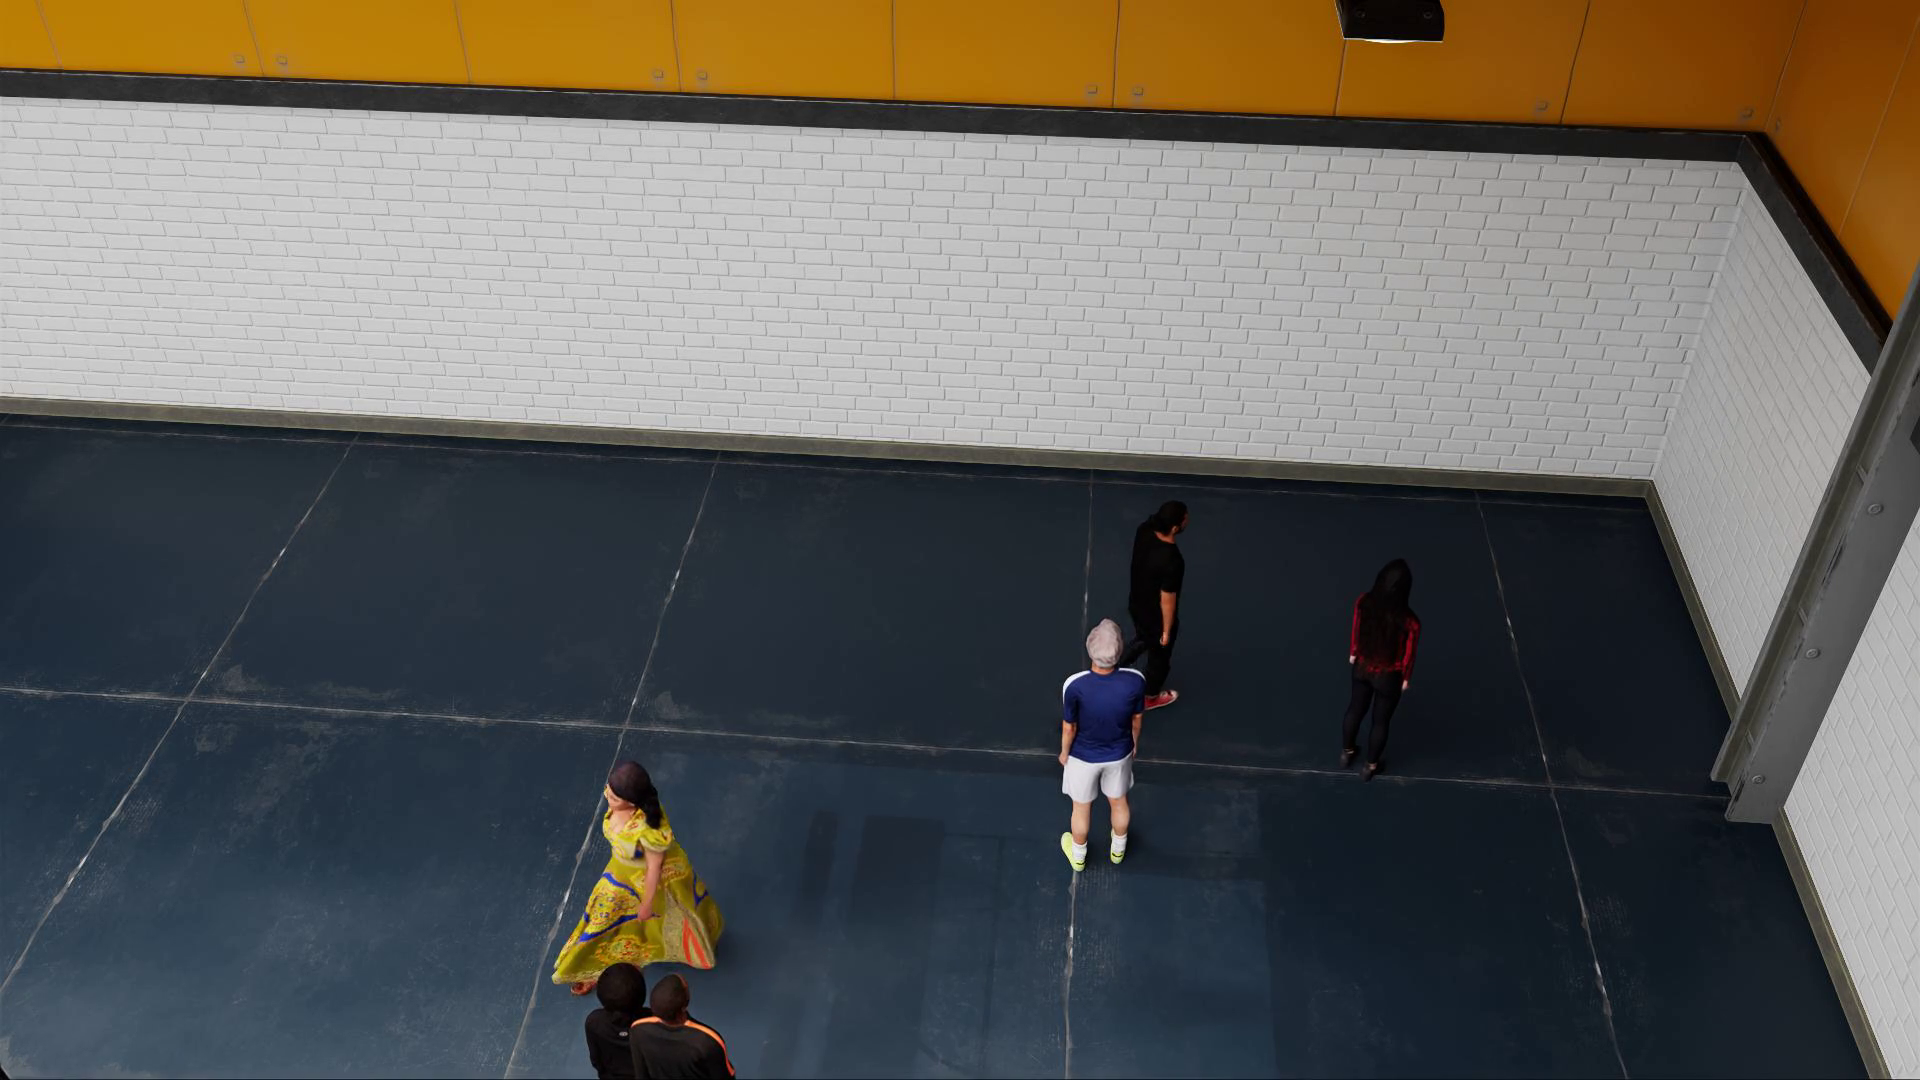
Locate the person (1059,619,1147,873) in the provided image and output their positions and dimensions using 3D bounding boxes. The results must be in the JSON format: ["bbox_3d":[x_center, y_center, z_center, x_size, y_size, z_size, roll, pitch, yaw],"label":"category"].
[{"bbox_3d":[0.809,1.199,9.564,0.684,1.838,0.634,-5,39,-7],"label":"person"}]

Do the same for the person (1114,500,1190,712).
[{"bbox_3d":[1.159,0.471,10.553,0.952,1.740,0.940,-17,42,-20],"label":"person"}]

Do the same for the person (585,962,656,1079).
[{"bbox_3d":[-1.521,2.579,7.967,0.603,1.675,0.539,1,39,2],"label":"person"}]

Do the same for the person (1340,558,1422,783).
[{"bbox_3d":[2.563,0.811,10.197,0.658,1.653,0.687,28,47,31],"label":"person"}]

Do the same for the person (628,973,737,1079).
[{"bbox_3d":[-1.265,2.636,7.789,0.644,1.808,0.568,7,39,9],"label":"person"}]

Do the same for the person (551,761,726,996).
[{"bbox_3d":[-1.615,1.766,9.027,1.323,1.622,1.240,-30,48,-32],"label":"person"}]
